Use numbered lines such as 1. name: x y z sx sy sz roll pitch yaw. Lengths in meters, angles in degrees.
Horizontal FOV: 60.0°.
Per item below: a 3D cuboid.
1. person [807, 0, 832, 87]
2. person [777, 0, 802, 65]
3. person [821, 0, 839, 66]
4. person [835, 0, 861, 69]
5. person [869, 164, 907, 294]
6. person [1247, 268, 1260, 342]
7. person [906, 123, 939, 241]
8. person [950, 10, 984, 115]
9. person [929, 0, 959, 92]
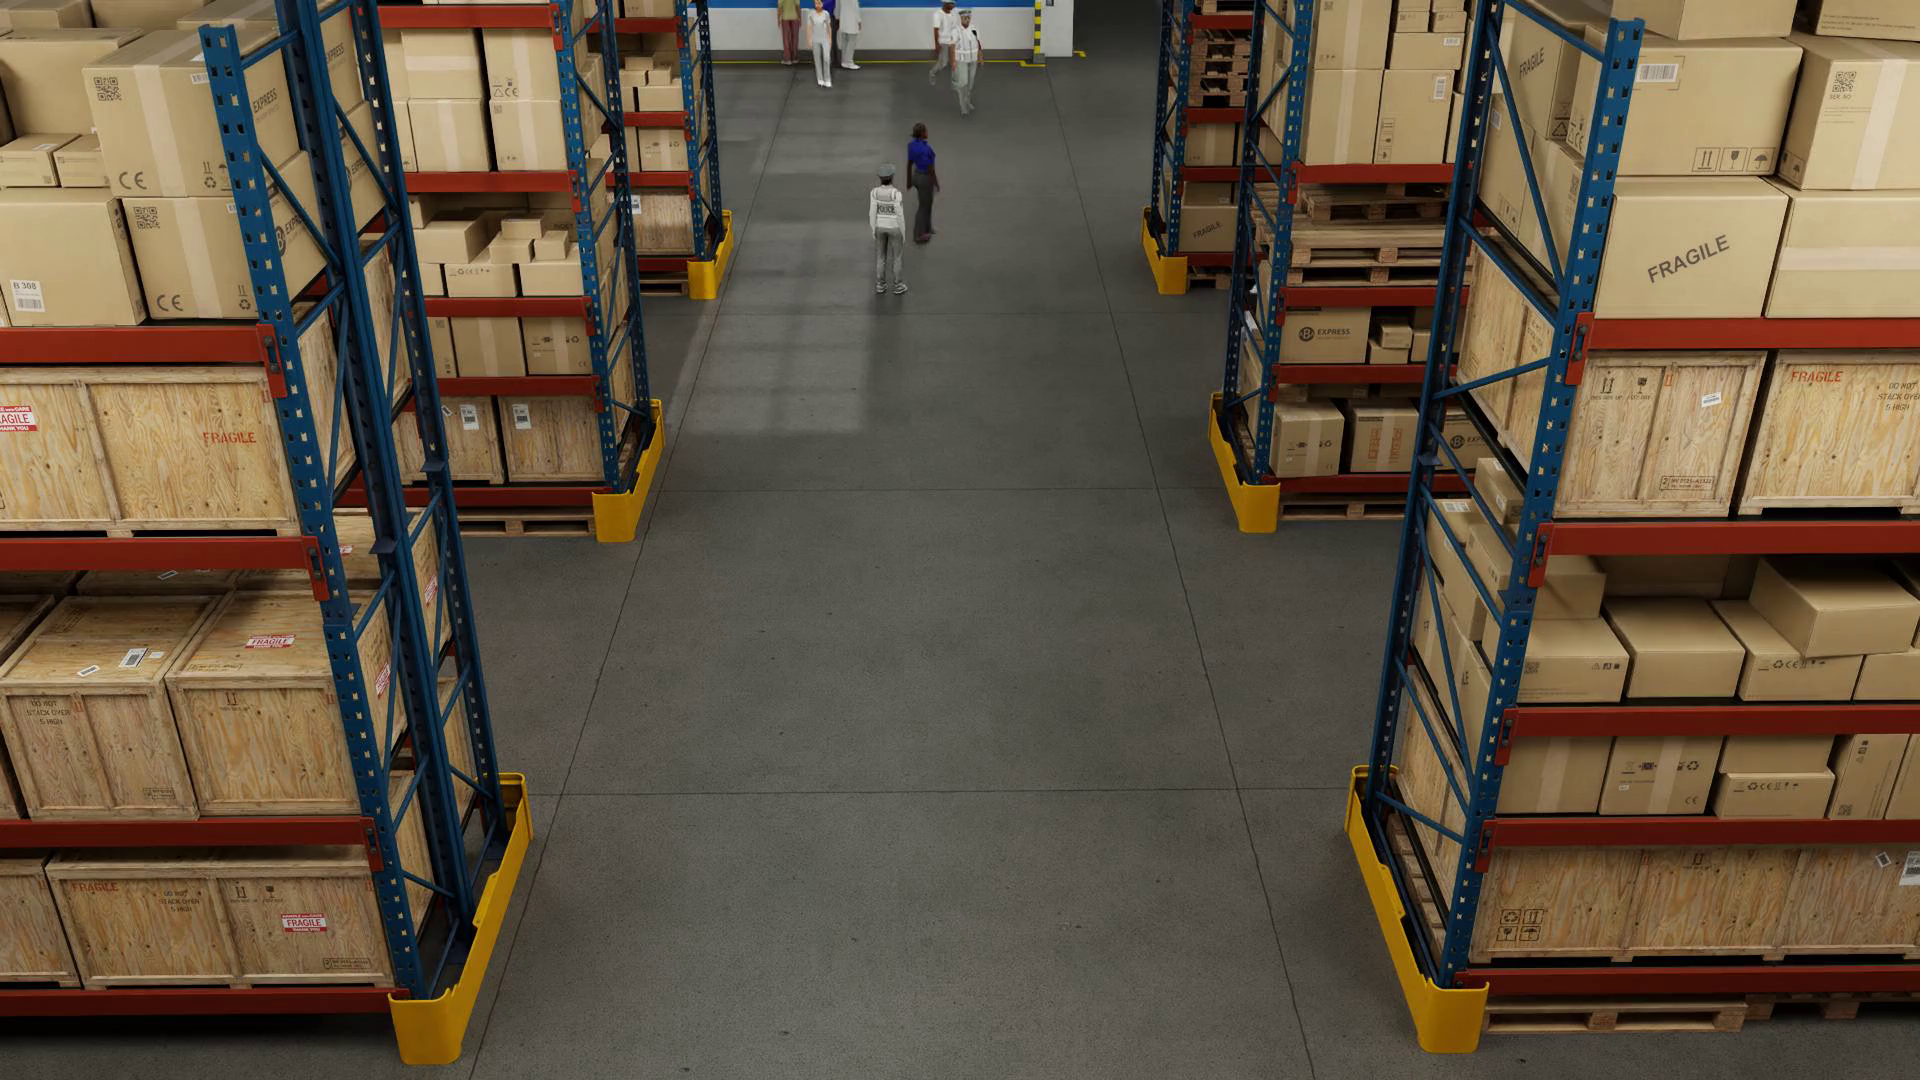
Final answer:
1. person: -2.650 -9.429 31.505 0.479 1.652 0.770 -4 29 -8
2. person: -3.415 -10.401 33.330 0.478 1.671 0.489 -4 29 -8
3. person: -2.640 -10.347 33.273 0.475 1.681 0.396 9 30 17
4. person: -2.216 -10.314 33.054 0.659 1.795 0.430 25 37 38
5. person: -0.917 -4.010 21.446 0.468 1.690 0.364 8 29 14
6. person: 3.341 -2.238 18.126 0.400 1.697 0.491 -22 35 -35
7. person: -0.480 -5.037 23.376 0.503 1.672 0.500 -19 33 -31
8. person: 0.160 -8.606 29.877 0.540 1.779 0.604 -14 31 -24
9. person: -0.256 -9.379 31.345 0.593 1.759 0.776 -23 36 -36
